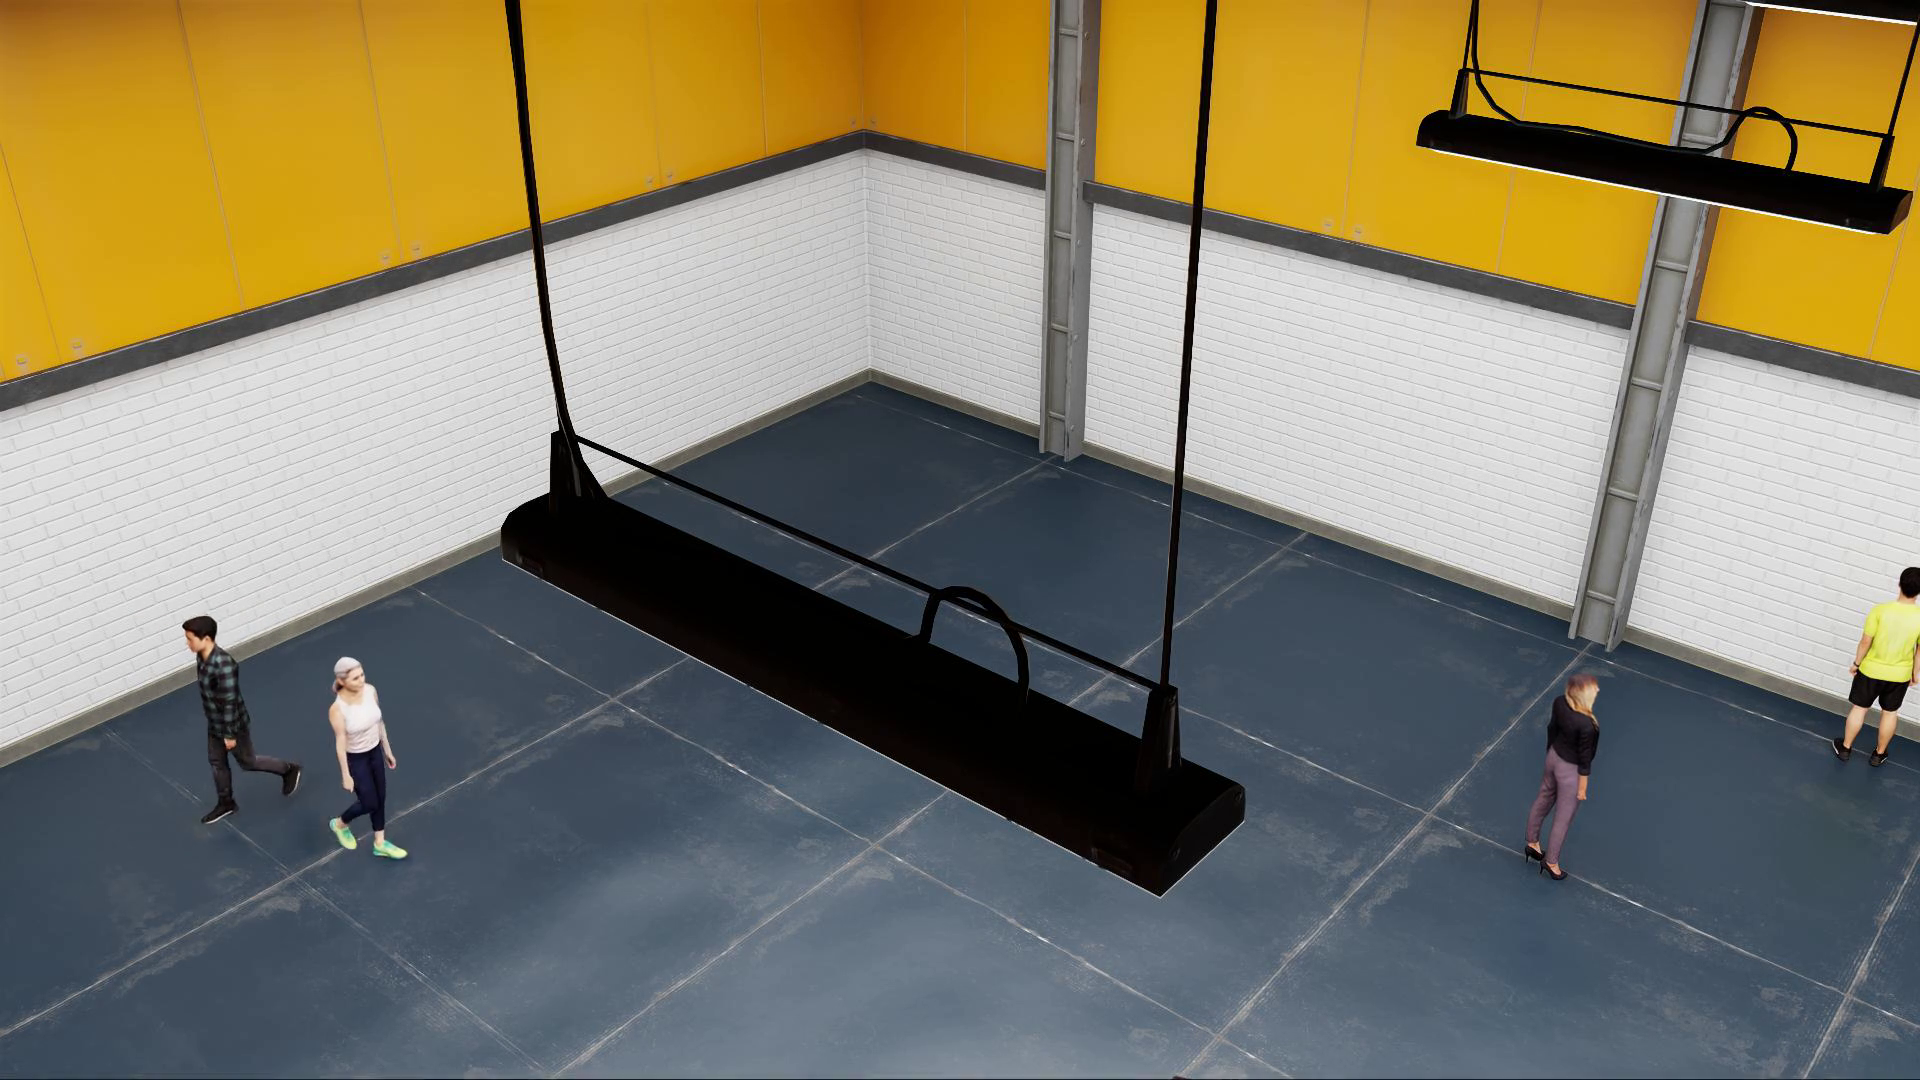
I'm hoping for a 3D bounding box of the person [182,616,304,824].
[{"bbox_3d":[-5.327,1.286,12.275,0.933,1.691,0.698,22,36,35],"label":"person"}]

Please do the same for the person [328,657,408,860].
[{"bbox_3d":[-4.352,1.555,11.931,0.879,1.692,0.752,10,30,18],"label":"person"}]

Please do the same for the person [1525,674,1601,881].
[{"bbox_3d":[4.267,1.654,11.772,0.748,1.671,0.653,-8,30,-14],"label":"person"}]

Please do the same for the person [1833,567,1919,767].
[{"bbox_3d":[7.221,1.025,12.981,0.549,1.617,0.738,12,31,21],"label":"person"}]
